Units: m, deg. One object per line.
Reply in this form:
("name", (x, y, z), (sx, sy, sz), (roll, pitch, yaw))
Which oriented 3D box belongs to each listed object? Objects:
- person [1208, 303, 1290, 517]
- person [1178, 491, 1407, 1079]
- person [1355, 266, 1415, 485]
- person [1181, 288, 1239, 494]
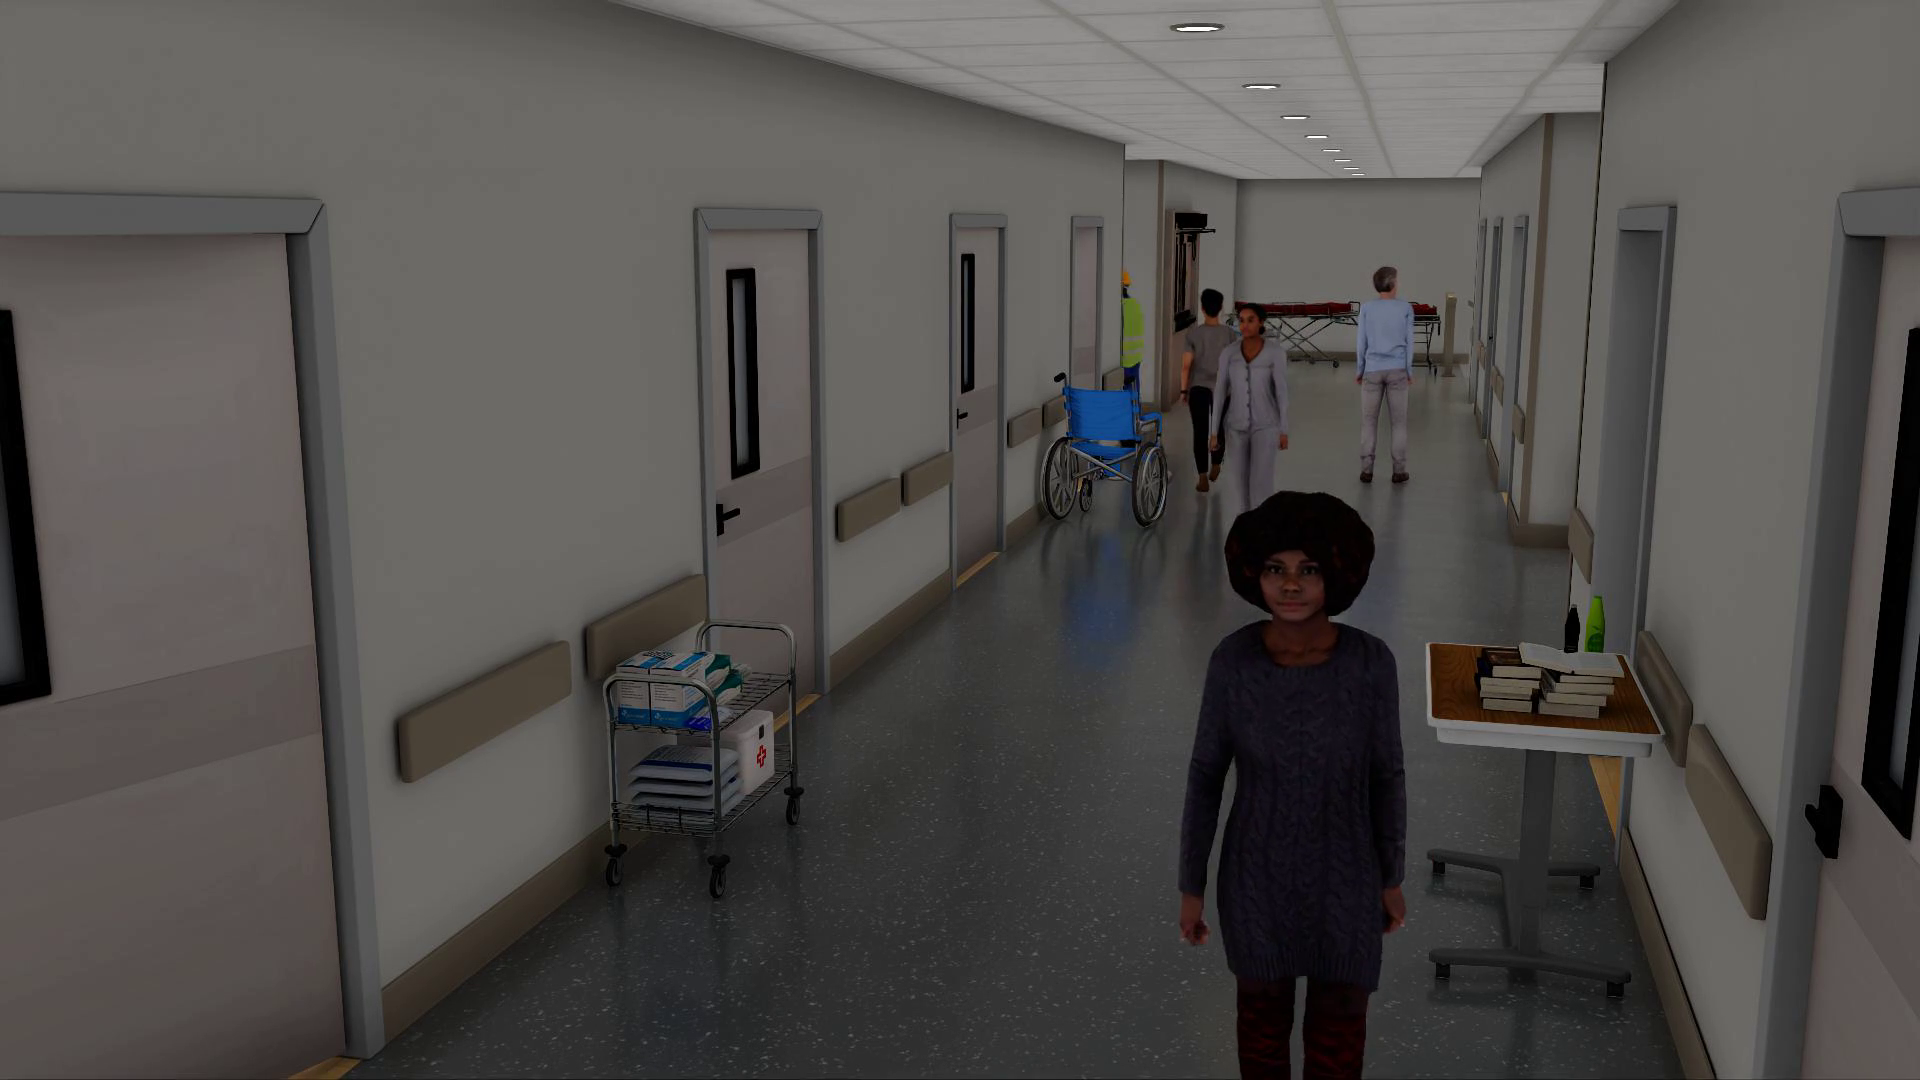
("person", (2.033, -0.766, 11.446), (0.718, 1.719, 0.703), (5, 12, 24))
("person", (0.740, 0.728, 3.628), (0.612, 1.698, 0.602), (3, 11, 16))
("person", (3.737, -1.455, 14.622), (0.671, 1.889, 0.591), (4, 11, 19))
("person", (2.089, -1.219, 13.930), (0.756, 1.683, 1.140), (1, 11, 5))
